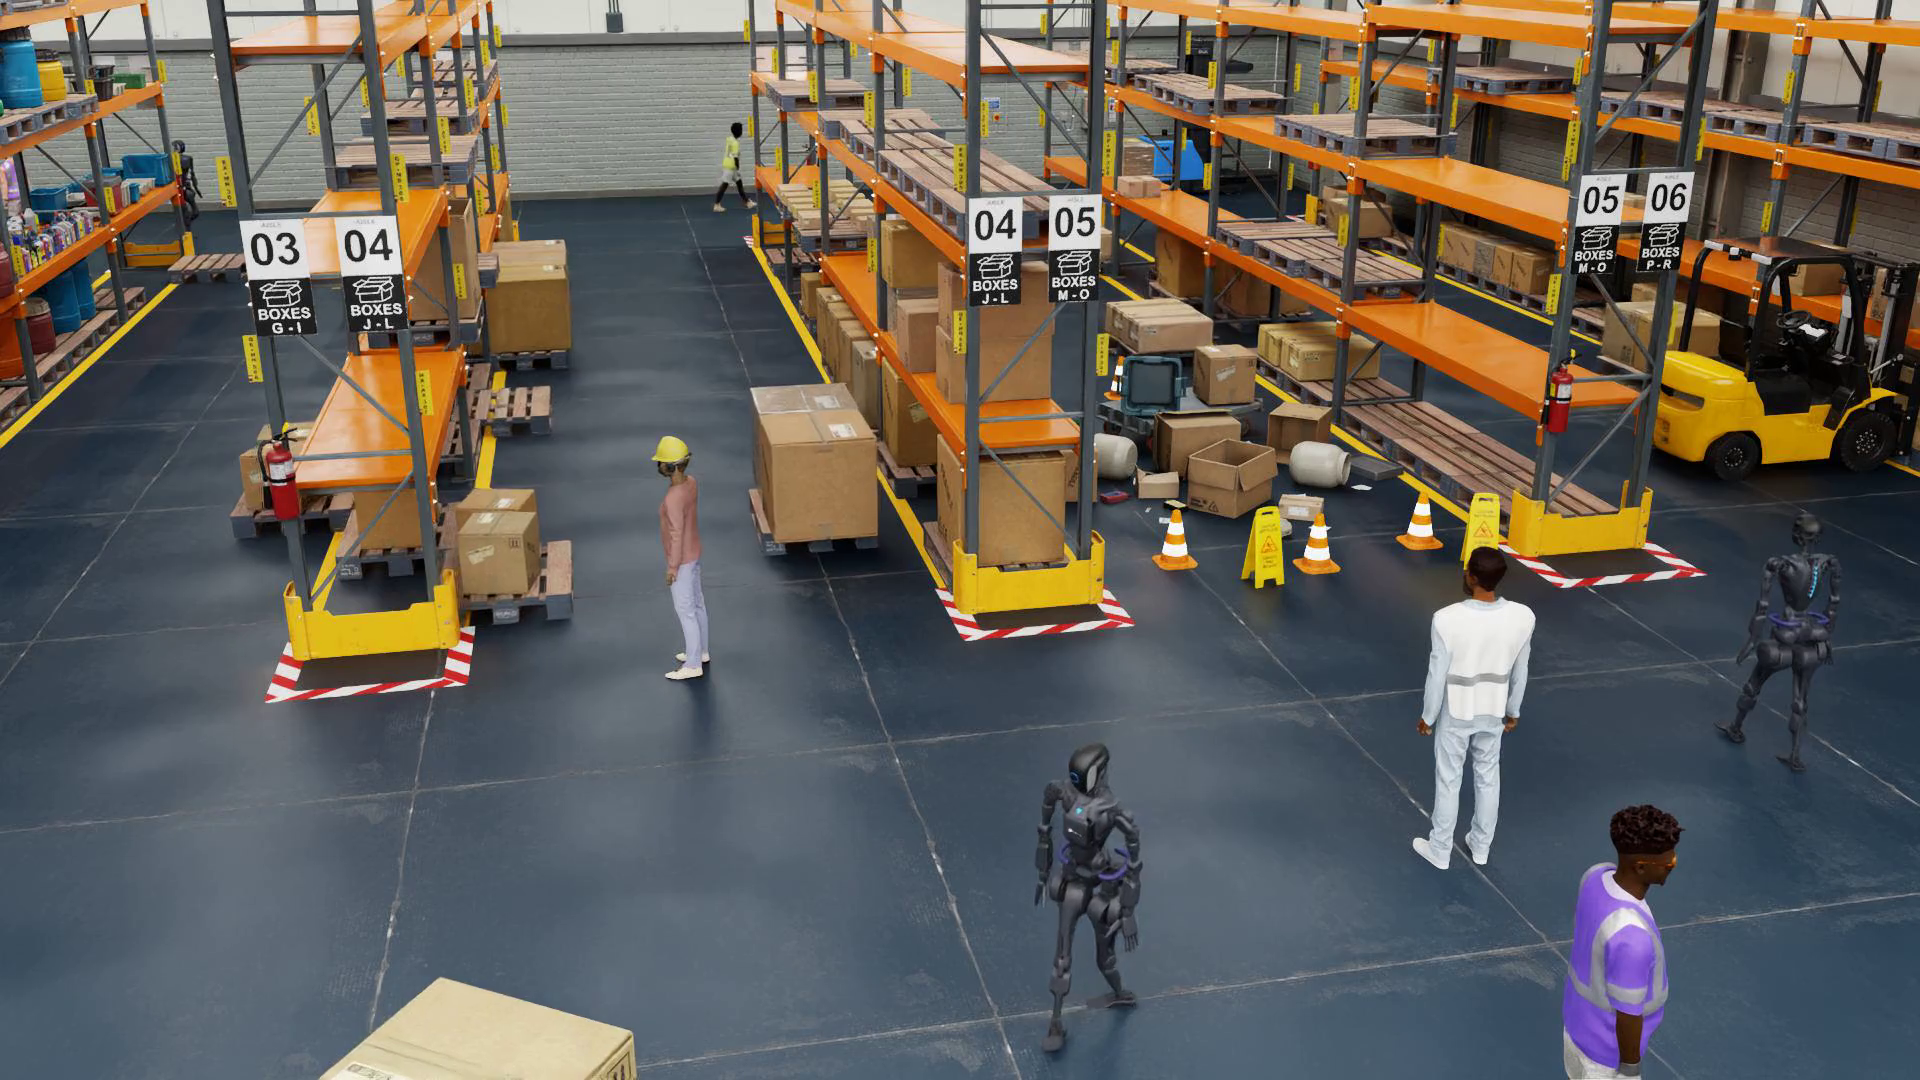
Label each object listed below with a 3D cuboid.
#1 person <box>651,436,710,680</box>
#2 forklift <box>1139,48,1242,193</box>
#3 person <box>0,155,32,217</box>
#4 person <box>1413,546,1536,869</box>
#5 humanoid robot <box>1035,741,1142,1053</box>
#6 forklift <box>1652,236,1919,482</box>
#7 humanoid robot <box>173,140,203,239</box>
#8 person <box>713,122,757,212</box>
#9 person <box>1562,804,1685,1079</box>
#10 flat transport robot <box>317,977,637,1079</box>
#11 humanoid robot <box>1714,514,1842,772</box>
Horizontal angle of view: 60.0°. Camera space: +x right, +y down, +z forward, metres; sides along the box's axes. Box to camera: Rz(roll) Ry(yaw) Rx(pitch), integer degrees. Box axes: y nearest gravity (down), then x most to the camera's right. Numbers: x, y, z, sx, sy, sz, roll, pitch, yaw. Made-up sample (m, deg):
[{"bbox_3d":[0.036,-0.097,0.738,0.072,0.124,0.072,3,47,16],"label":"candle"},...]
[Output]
[{"bbox_3d":[-1.978,0.124,11.718,0.318,1.767,0.533,2,20,6],"label":"person"},{"bbox_3d":[4.566,-8.313,32.860,1.873,2.768,1.129,-4,21,-12],"label":"forklift"},{"bbox_3d":[-15.370,-5.566,27.156,0.349,1.688,0.489,11,23,27],"label":"person"},{"bbox_3d":[2.861,0.945,9.288,0.595,1.921,0.386,-3,21,-9],"label":"person"},{"bbox_3d":[0.617,1.632,7.858,0.590,1.622,0.674,14,24,32],"label":"humanoid robot"},{"bbox_3d":[8.013,-1.814,16.330,2.313,2.155,1.214,-4,21,-12],"label":"forklift"},{"bbox_3d":[-13.221,-5.962,28.234,0.429,1.641,0.608,7,21,18],"label":"humanoid robot"},{"bbox_3d":[-4.181,-6.894,30.788,0.930,1.629,0.537,-4,21,-10],"label":"person"},{"bbox_3d":[2.576,1.928,6.577,0.367,1.966,0.603,2,20,5],"label":"person"},{"bbox_3d":[-1.771,2.969,6.208,1.431,0.231,0.659,-17,26,-39],"label":"flat transport robot"},{"bbox_3d":[5.255,0.606,10.572,0.613,1.633,0.658,-3,21,-7],"label":"humanoid robot"}]
